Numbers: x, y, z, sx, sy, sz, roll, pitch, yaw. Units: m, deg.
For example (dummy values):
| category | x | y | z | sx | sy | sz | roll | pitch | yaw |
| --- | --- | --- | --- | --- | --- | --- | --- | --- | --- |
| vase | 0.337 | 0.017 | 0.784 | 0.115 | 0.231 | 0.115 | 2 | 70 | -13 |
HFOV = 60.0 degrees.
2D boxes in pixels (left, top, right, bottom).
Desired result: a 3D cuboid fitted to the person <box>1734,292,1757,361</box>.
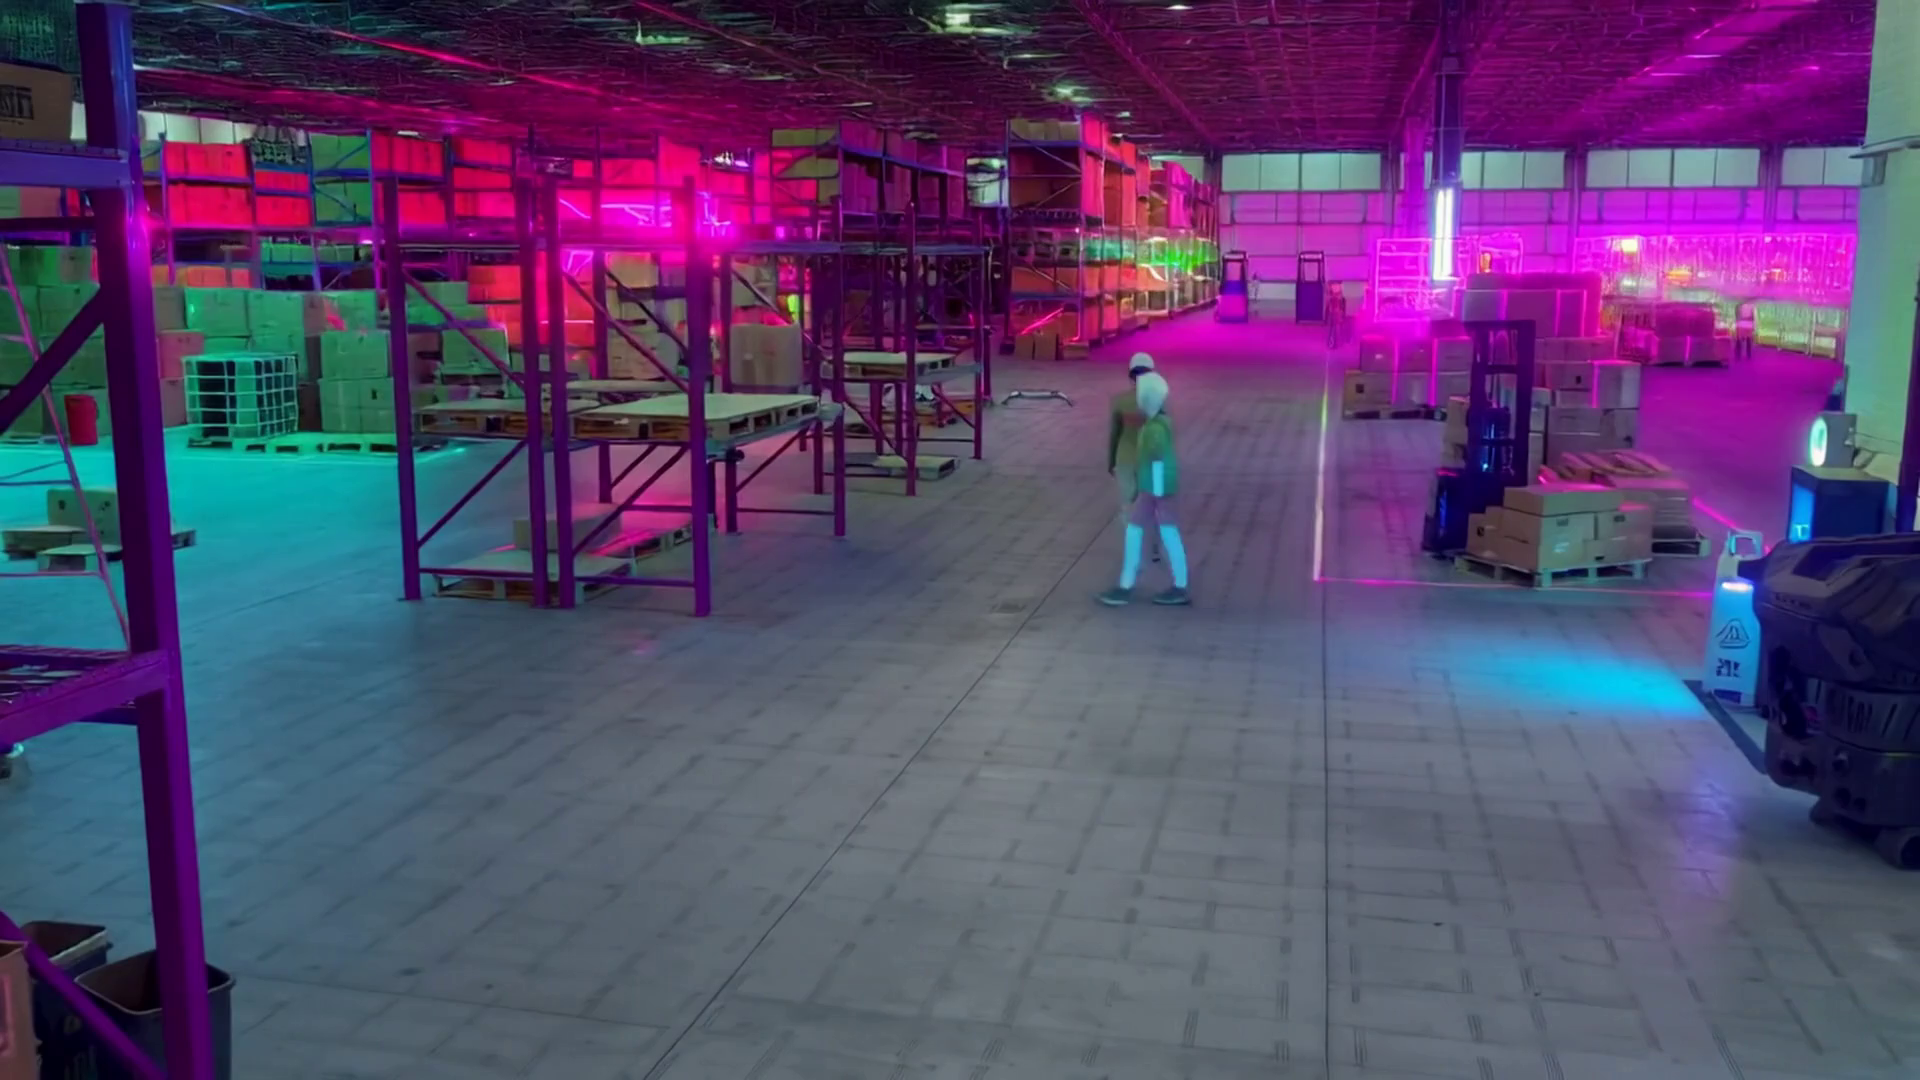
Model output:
| category | x | y | z | sx | sy | sz | roll | pitch | yaw |
| --- | --- | --- | --- | --- | --- | --- | --- | --- | --- |
| person | 19.029 | -5.158 | 40.296 | 0.538 | 1.679 | 0.703 | 2 | 10 | 13 |

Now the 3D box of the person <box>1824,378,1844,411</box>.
| category | x | y | z | sx | sy | sz | roll | pitch | yaw |
| --- | --- | --- | --- | --- | --- | --- | --- | --- | --- |
| person | 5.996 | -0.301 | 11.498 | 0.908 | 1.696 | 0.498 | 1 | 10 | 6 |

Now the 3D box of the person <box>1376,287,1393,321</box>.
| category | x | y | z | sx | sy | sz | roll | pitch | yaw |
| --- | --- | --- | --- | --- | --- | --- | --- | --- | --- |
| person | 8.945 | -4.426 | 35.339 | 0.972 | 1.884 | 0.571 | 0 | 10 | -2 |

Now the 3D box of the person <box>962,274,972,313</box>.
| category | x | y | z | sx | sy | sz | roll | pitch | yaw |
| --- | --- | --- | --- | --- | --- | --- | --- | --- | --- |
| person | 0.312 | -11.337 | 76.171 | 0.565 | 1.915 | 0.615 | 3 | 10 | 17 |

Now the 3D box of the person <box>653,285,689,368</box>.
| category | x | y | z | sx | sy | sz | roll | pitch | yaw |
| --- | --- | --- | --- | --- | --- | --- | --- | --- | --- |
| person | -6.300 | -4.512 | 35.765 | 0.940 | 1.933 | 0.609 | 0 | 10 | 3 |

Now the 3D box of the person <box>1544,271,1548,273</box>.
| category | x | y | z | sx | sy | sz | roll | pitch | yaw |
| --- | --- | --- | --- | --- | --- | --- | --- | --- | --- |
| person | 28.188 | -12.001 | 80.153 | 0.651 | 1.906 | 0.403 | 7 | 12 | 35 |

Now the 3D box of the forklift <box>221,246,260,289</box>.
| category | x | y | z | sx | sy | sz | roll | pitch | yaw |
| --- | --- | --- | --- | --- | --- | --- | --- | --- | --- |
| forklift | -20.027 | -6.792 | 46.428 | 1.129 | 2.768 | 1.873 | 2 | 10 | 12 |

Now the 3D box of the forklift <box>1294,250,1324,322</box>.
| category | x | y | z | sx | sy | sz | roll | pitch | yaw |
| --- | --- | --- | --- | --- | --- | --- | --- | --- | --- |
| forklift | 13.778 | -10.002 | 65.433 | 1.129 | 2.768 | 1.873 | 2 | 10 | 12 |

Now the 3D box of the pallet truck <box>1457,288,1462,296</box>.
| category | x | y | z | sx | sy | sz | roll | pitch | yaw |
| --- | --- | --- | --- | --- | --- | --- | --- | --- | --- |
| pallet truck | 20.506 | -9.785 | 68.819 | 0.653 | 1.274 | 1.630 | 2 | 10 | 12 |

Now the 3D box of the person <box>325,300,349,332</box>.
| category | x | y | z | sx | sy | sz | roll | pitch | yaw |
| --- | --- | --- | --- | --- | --- | --- | --- | --- | --- |
| person | -9.691 | -2.796 | 25.843 | 0.350 | 1.839 | 0.506 | 4 | 10 | 20 |

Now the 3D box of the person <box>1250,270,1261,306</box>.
| category | x | y | z | sx | sy | sz | roll | pitch | yaw |
| --- | --- | --- | --- | --- | --- | --- | --- | --- | --- |
| person | 15.721 | -13.400 | 88.460 | 0.626 | 1.911 | 0.962 | -4 | 10 | -21 |

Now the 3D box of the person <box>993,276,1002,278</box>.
| category | x | y | z | sx | sy | sz | roll | pitch | yaw |
| --- | --- | --- | --- | --- | --- | --- | --- | --- | --- |
| person | 2.101 | -14.319 | 94.023 | 0.728 | 1.842 | 0.958 | -4 | 10 | -21 |

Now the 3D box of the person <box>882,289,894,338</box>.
| category | x | y | z | sx | sy | sz | roll | pitch | yaw |
| --- | --- | --- | --- | --- | --- | --- | --- | --- | --- |
| person | -1.822 | -5.822 | 44.181 | 0.540 | 1.695 | 0.317 | 3 | 10 | 16 |

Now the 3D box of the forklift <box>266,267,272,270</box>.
| category | x | y | z | sx | sy | sz | roll | pitch | yaw |
| --- | --- | --- | --- | --- | --- | --- | --- | --- | --- |
| forklift | -23.694 | -8.645 | 57.399 | 1.873 | 2.768 | 1.129 | -2 | 10 | -12 |

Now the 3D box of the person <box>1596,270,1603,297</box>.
| category | x | y | z | sx | sy | sz | roll | pitch | yaw |
| --- | --- | --- | --- | --- | --- | --- | --- | --- | --- |
| person | 31.297 | -12.235 | 81.439 | 1.016 | 1.947 | 0.633 | -2 | 10 | -9 |

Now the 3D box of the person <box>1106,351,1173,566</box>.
| category | x | y | z | sx | sy | sz | roll | pitch | yaw |
| --- | --- | --- | --- | --- | --- | --- | --- | --- | --- |
| person | 1.422 | -0.623 | 13.228 | 0.523 | 1.744 | 0.717 | 1 | 10 | 7 |

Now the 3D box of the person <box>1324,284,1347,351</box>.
| category | x | y | z | sx | sy | sz | roll | pitch | yaw |
| --- | --- | --- | --- | --- | --- | --- | --- | --- | --- |
| person | 10.192 | -6.045 | 45.145 | 0.598 | 1.816 | 0.534 | 2 | 10 | 11 |

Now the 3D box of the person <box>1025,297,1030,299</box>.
| category | x | y | z | sx | sy | sz | roll | pitch | yaw |
| --- | --- | --- | --- | --- | --- | --- | --- | --- | --- |
| person | 2.511 | -8.264 | 57.927 | 0.627 | 1.939 | 0.371 | -9 | 13 | -42 |

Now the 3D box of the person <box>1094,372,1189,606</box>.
| category | x | y | z | sx | sy | sz | roll | pitch | yaw |
| --- | --- | --- | --- | --- | --- | --- | --- | --- | --- |
| person | 1.305 | -0.353 | 11.860 | 0.751 | 1.668 | 0.547 | 3 | 10 | 17 |

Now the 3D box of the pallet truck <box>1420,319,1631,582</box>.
| category | x | y | z | sx | sy | sz | roll | pitch | yaw |
| --- | --- | --- | --- | --- | --- | --- | --- | --- | --- |
| pallet truck | 4.543 | -0.757 | 13.299 | 0.823 | 1.965 | 1.885 | -4 | 10 | -22 |

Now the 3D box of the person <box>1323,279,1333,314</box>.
| category | x | y | z | sx | sy | sz | roll | pitch | yaw |
| --- | --- | --- | --- | --- | --- | --- | --- | --- | --- |
| person | 15.637 | -10.290 | 70.826 | 0.497 | 1.633 | 0.289 | -2 | 10 | -11 |

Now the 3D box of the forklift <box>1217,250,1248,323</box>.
| category | x | y | z | sx | sy | sz | roll | pitch | yaw |
| --- | --- | --- | --- | --- | --- | --- | --- | --- | --- |
| forklift | 10.519 | -9.774 | 64.085 | 1.129 | 2.768 | 1.873 | 2 | 10 | 12 |

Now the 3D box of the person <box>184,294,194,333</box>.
| category | x | y | z | sx | sy | sz | roll | pitch | yaw |
| --- | --- | --- | --- | --- | --- | --- | --- | --- | --- |
| person | -13.470 | -3.337 | 28.958 | 1.016 | 1.865 | 0.592 | 2 | 10 | 12 |
